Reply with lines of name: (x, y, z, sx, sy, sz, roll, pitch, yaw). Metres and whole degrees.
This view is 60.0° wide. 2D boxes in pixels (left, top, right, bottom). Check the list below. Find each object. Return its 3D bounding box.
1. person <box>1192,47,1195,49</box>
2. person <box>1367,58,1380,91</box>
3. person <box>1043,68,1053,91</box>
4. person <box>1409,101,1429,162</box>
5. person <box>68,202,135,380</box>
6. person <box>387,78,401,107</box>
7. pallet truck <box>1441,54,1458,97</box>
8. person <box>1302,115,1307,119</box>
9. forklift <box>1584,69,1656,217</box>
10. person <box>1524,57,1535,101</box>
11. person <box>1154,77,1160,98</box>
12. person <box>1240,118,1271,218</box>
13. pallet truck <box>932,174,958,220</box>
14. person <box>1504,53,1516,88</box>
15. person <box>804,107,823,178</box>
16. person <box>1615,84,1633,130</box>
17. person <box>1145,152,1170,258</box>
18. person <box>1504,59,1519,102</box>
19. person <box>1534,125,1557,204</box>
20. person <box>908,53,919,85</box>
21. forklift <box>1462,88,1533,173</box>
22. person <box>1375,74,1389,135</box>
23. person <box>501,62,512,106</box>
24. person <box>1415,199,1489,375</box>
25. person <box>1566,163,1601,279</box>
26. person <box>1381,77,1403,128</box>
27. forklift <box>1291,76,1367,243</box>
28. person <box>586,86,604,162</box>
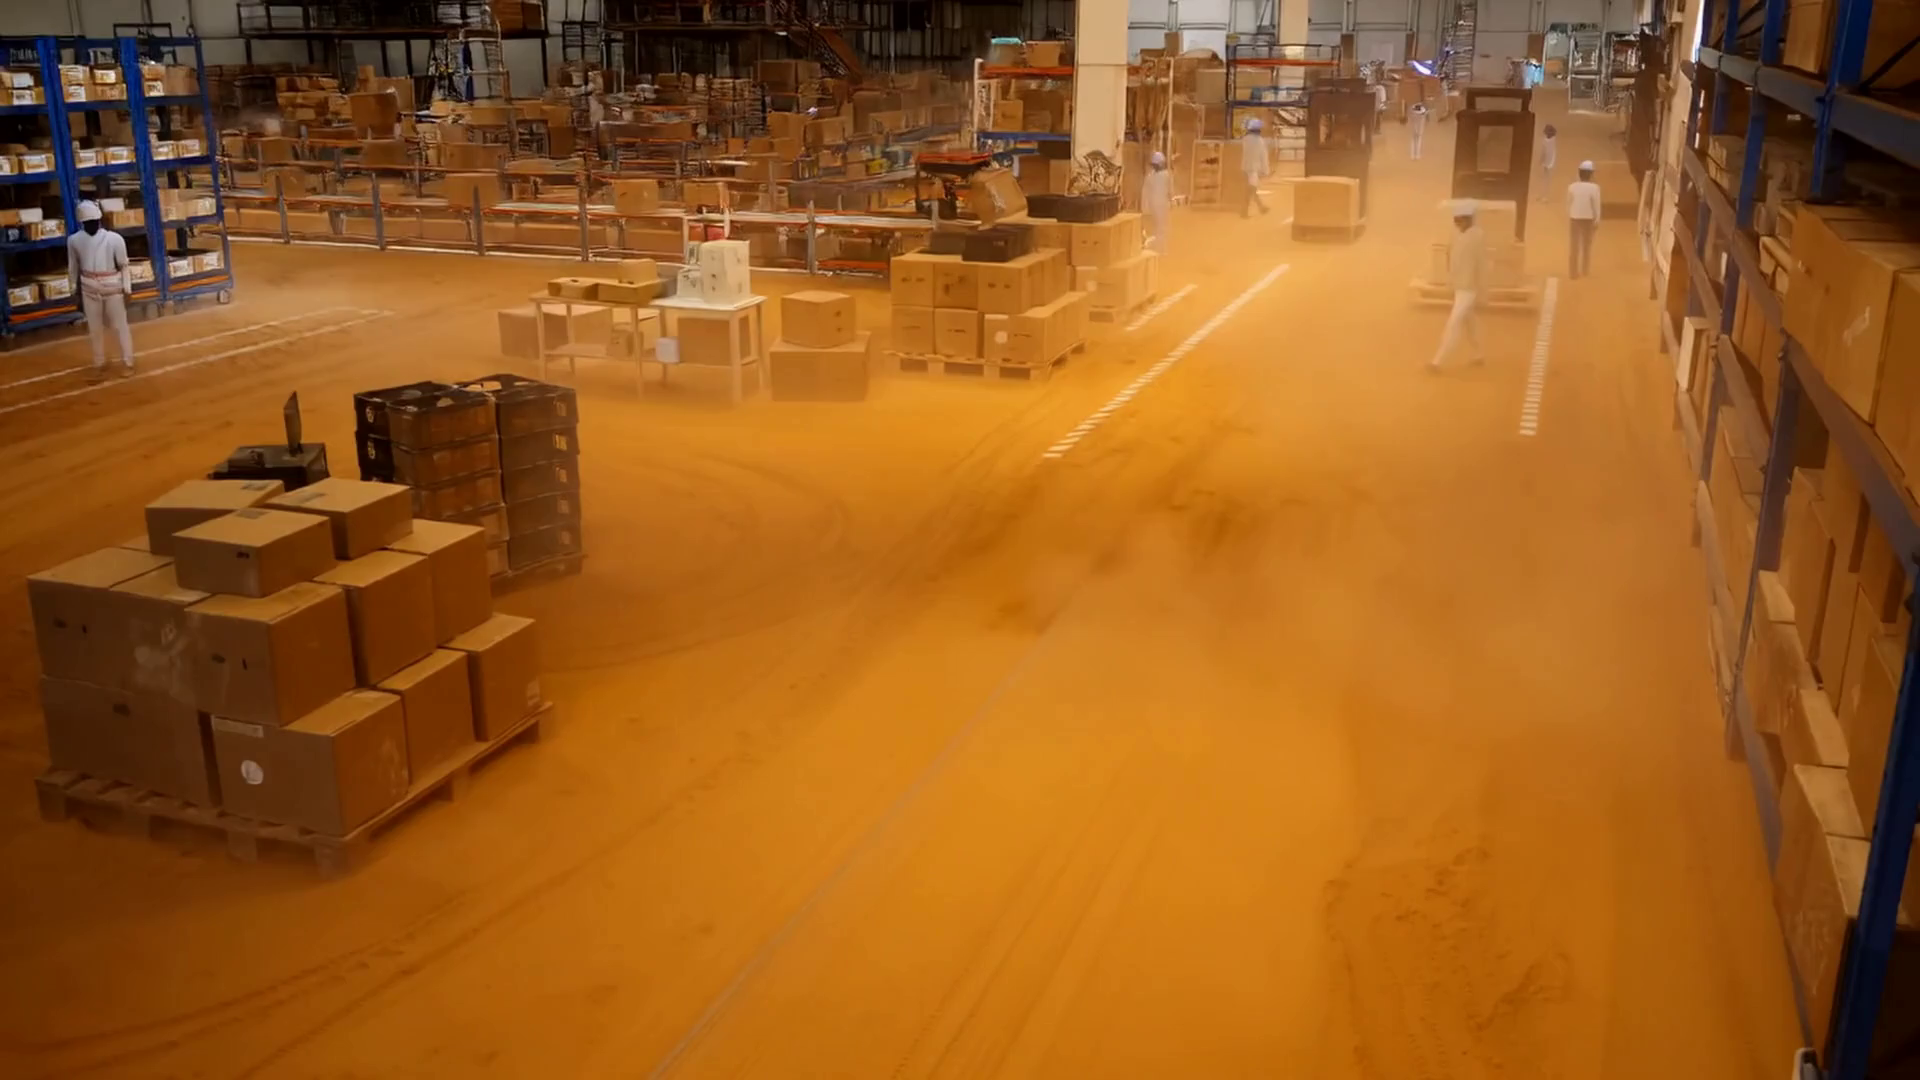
person: (12.856, -26.301, 92.254, 0.672, 1.975, 0.646, 13, 22, 35)
person: (18.850, -21.013, 75.823, 0.530, 1.869, 0.311, 4, 18, 13)
person: (3.340, -16.967, 63.029, 0.392, 1.920, 0.587, 10, 20, 29)
person: (12.353, -11.010, 44.840, 0.512, 1.589, 0.849, 4, 18, 13)
person: (-9.384, -2.713, 18.197, 0.616, 1.942, 0.408, -3, 18, -9)
person: (-18.165, -13.804, 53.154, 0.707, 1.883, 0.664, -7, 19, -21)
pallet truck: (22.765, -21.886, 78.355, 0.823, 1.965, 1.885, -4, 18, -14)
person: (12.473, -16.577, 61.821, 1.027, 1.911, 0.625, -3, 18, -11)
forklift: (13.219, -7.740, 32.475, 1.873, 2.768, 1.129, 6, 19, 18)
person: (25.577, -20.701, 74.734, 0.378, 1.937, 0.629, -7, 19, -21)
person: (7.444, -16.836, 62.732, 0.451, 1.848, 0.551, 11, 21, 32)
person: (5.880, -7.308, 32.702, 0.938, 1.894, 0.569, -9, 20, -25)
pallet truck: (-0.507, -5.292, 27.348, 0.653, 1.274, 1.630, 6, 19, 19)
person: (27.267, -23.112, 82.363, 0.618, 1.899, 0.660, -4, 18, -13)
person: (-3.342, -8.928, 37.910, 0.404, 1.833, 0.589, 6, 19, 19)
person: (21.839, -14.167, 54.704, 0.425, 1.623, 0.532, -16, 23, -40)
person: (3.200, -5.492, 27.280, 0.566, 1.720, 0.493, -16, 24, -42)
person: (24.585, -20.505, 74.214, 0.595, 1.881, 0.394, -3, 18, -11)
person: (12.339, -7.891, 34.974, 0.279, 1.633, 0.498, 0, 18, 1)
person: (-2.510, -25.996, 91.761, 0.912, 1.696, 0.500, -14, 22, -37)
forklift: (7.940, -5.315, 24.855, 1.129, 2.768, 1.873, 6, 19, 18)
person: (13.855, -14.267, 54.513, 0.370, 1.935, 0.552, 10, 20, 28)
person: (-19.443, -19.524, 71.193, 0.341, 1.836, 0.517, 10, 20, 28)
person: (5.587, -2.819, 18.549, 1.035, 1.937, 0.654, -5, 18, -17)
person: (9.479, -4.866, 25.345, 0.526, 1.694, 0.890, 10, 20, 28)
person: (15.025, -15.219, 57.827, 0.816, 1.734, 0.529, 8, 19, 24)
forklift: (6.598, -6.755, 29.381, 1.129, 2.768, 1.873, 6, 19, 19)
person: (-9.757, -11.168, 44.663, 0.521, 2.007, 0.614, -5, 18, -15)
